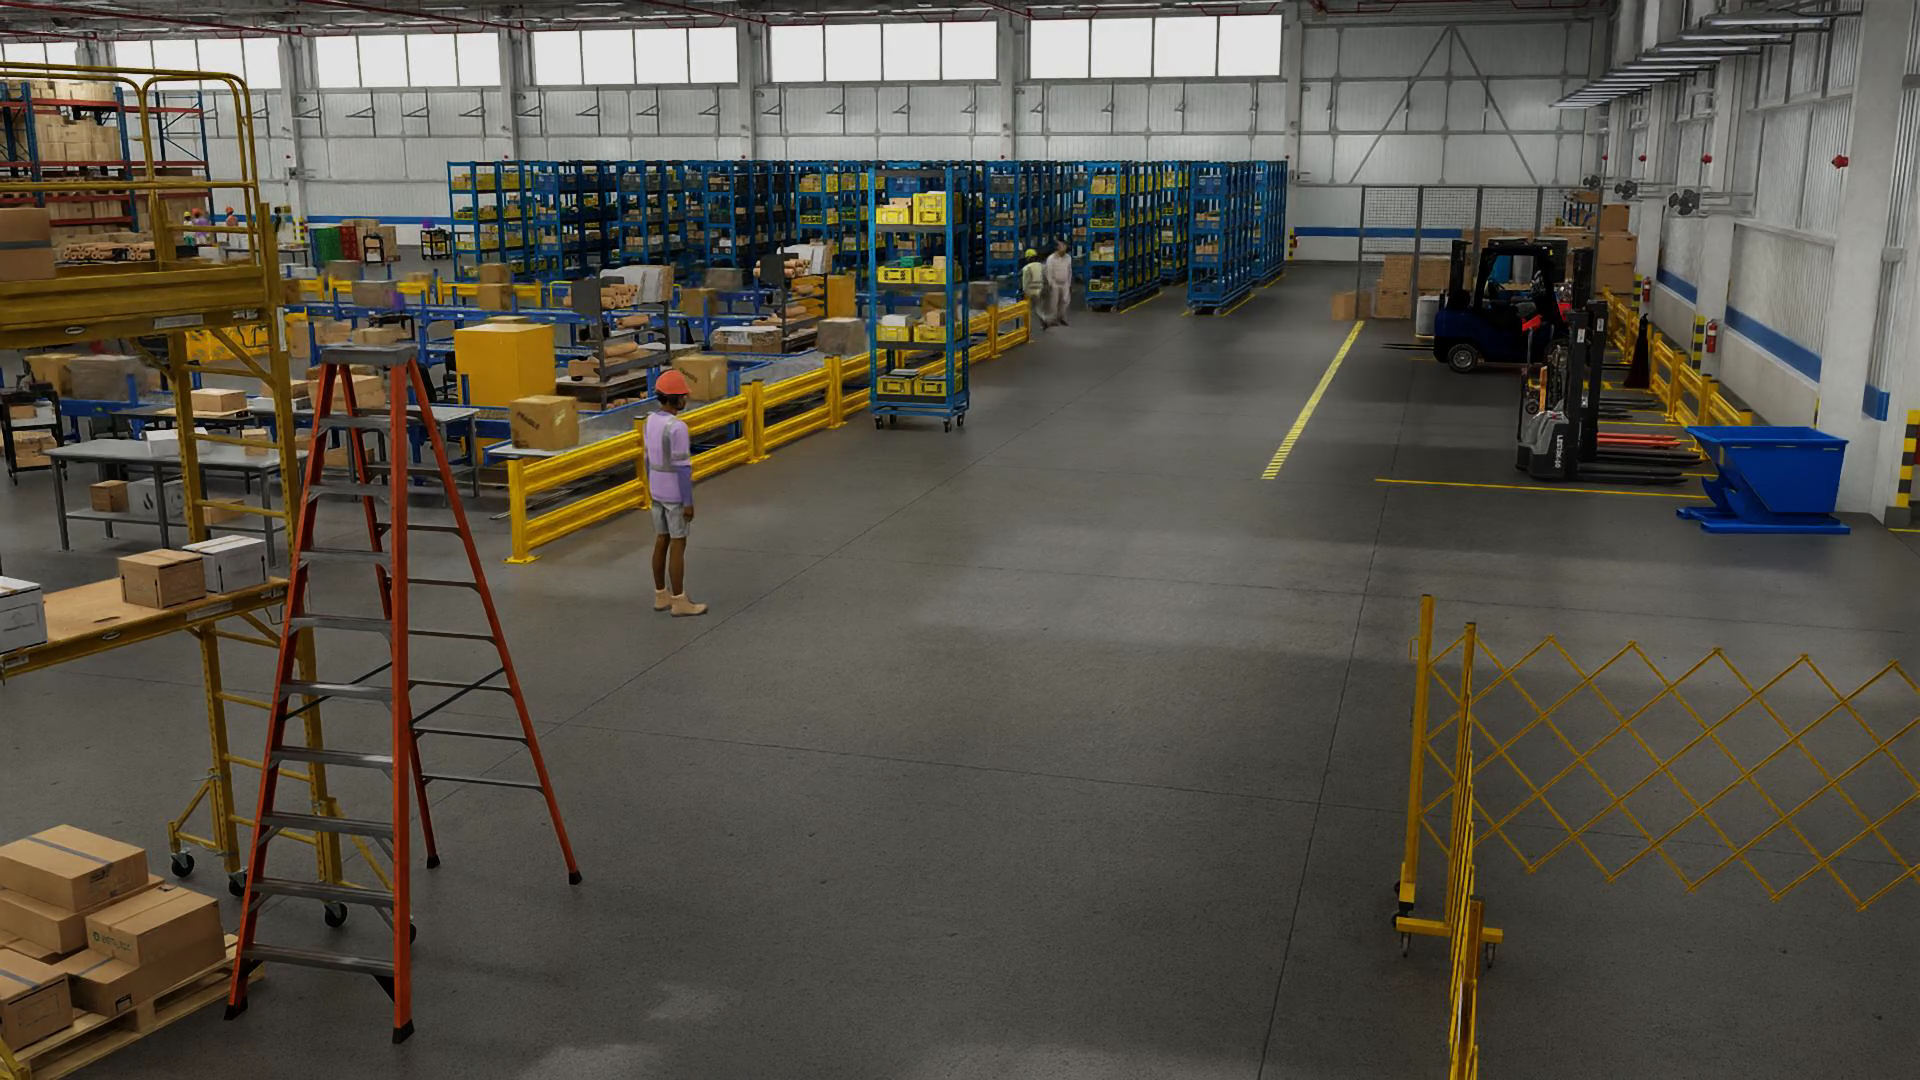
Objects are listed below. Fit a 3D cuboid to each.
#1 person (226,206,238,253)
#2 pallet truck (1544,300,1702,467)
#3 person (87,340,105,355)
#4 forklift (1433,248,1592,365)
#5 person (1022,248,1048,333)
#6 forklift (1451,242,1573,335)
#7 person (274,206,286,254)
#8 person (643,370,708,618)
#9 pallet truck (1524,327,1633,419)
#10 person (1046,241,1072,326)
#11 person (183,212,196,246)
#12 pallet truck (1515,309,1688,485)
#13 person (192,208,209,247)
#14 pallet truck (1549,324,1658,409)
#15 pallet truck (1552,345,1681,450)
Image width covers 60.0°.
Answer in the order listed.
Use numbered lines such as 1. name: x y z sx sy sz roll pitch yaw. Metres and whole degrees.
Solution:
1. person: -25.591 -10.715 58.487 0.377 1.995 0.608 2 13 10
2. pallet truck: 8.263 -1.952 20.631 1.885 1.965 0.823 5 14 20
3. person: -14.880 -3.665 28.575 0.378 1.755 0.525 -3 13 -14
4. forklift: 9.780 -4.111 29.280 2.680 1.987 1.157 3 13 14
5. person: 1.578 -5.333 35.632 0.602 1.813 0.579 -10 16 -37
6. forklift: 10.464 -4.597 31.405 2.680 1.987 1.157 4 14 16
7. person: -26.282 -11.950 64.205 0.454 1.829 0.628 -3 13 -13
8. person: -2.368 -0.385 13.760 0.394 2.044 0.609 -10 16 -37
9. pallet truck: 9.065 -2.460 24.370 1.522 1.261 0.704 3 13 14
10. person: 2.238 -5.713 37.123 0.661 1.884 0.592 -5 14 -21
11. person: -27.767 -10.933 59.934 0.522 1.768 0.312 4 14 18
12. pallet truck: 7.554 -1.677 19.446 1.885 1.965 0.823 3 13 14
13. person: -27.071 -10.831 59.167 0.566 1.911 0.576 3 13 13
14. pallet truck: 9.824 -2.669 25.407 1.601 1.201 0.680 4 14 16
15. pallet truck: 8.641 -1.896 21.908 1.630 1.274 0.653 4 14 16
